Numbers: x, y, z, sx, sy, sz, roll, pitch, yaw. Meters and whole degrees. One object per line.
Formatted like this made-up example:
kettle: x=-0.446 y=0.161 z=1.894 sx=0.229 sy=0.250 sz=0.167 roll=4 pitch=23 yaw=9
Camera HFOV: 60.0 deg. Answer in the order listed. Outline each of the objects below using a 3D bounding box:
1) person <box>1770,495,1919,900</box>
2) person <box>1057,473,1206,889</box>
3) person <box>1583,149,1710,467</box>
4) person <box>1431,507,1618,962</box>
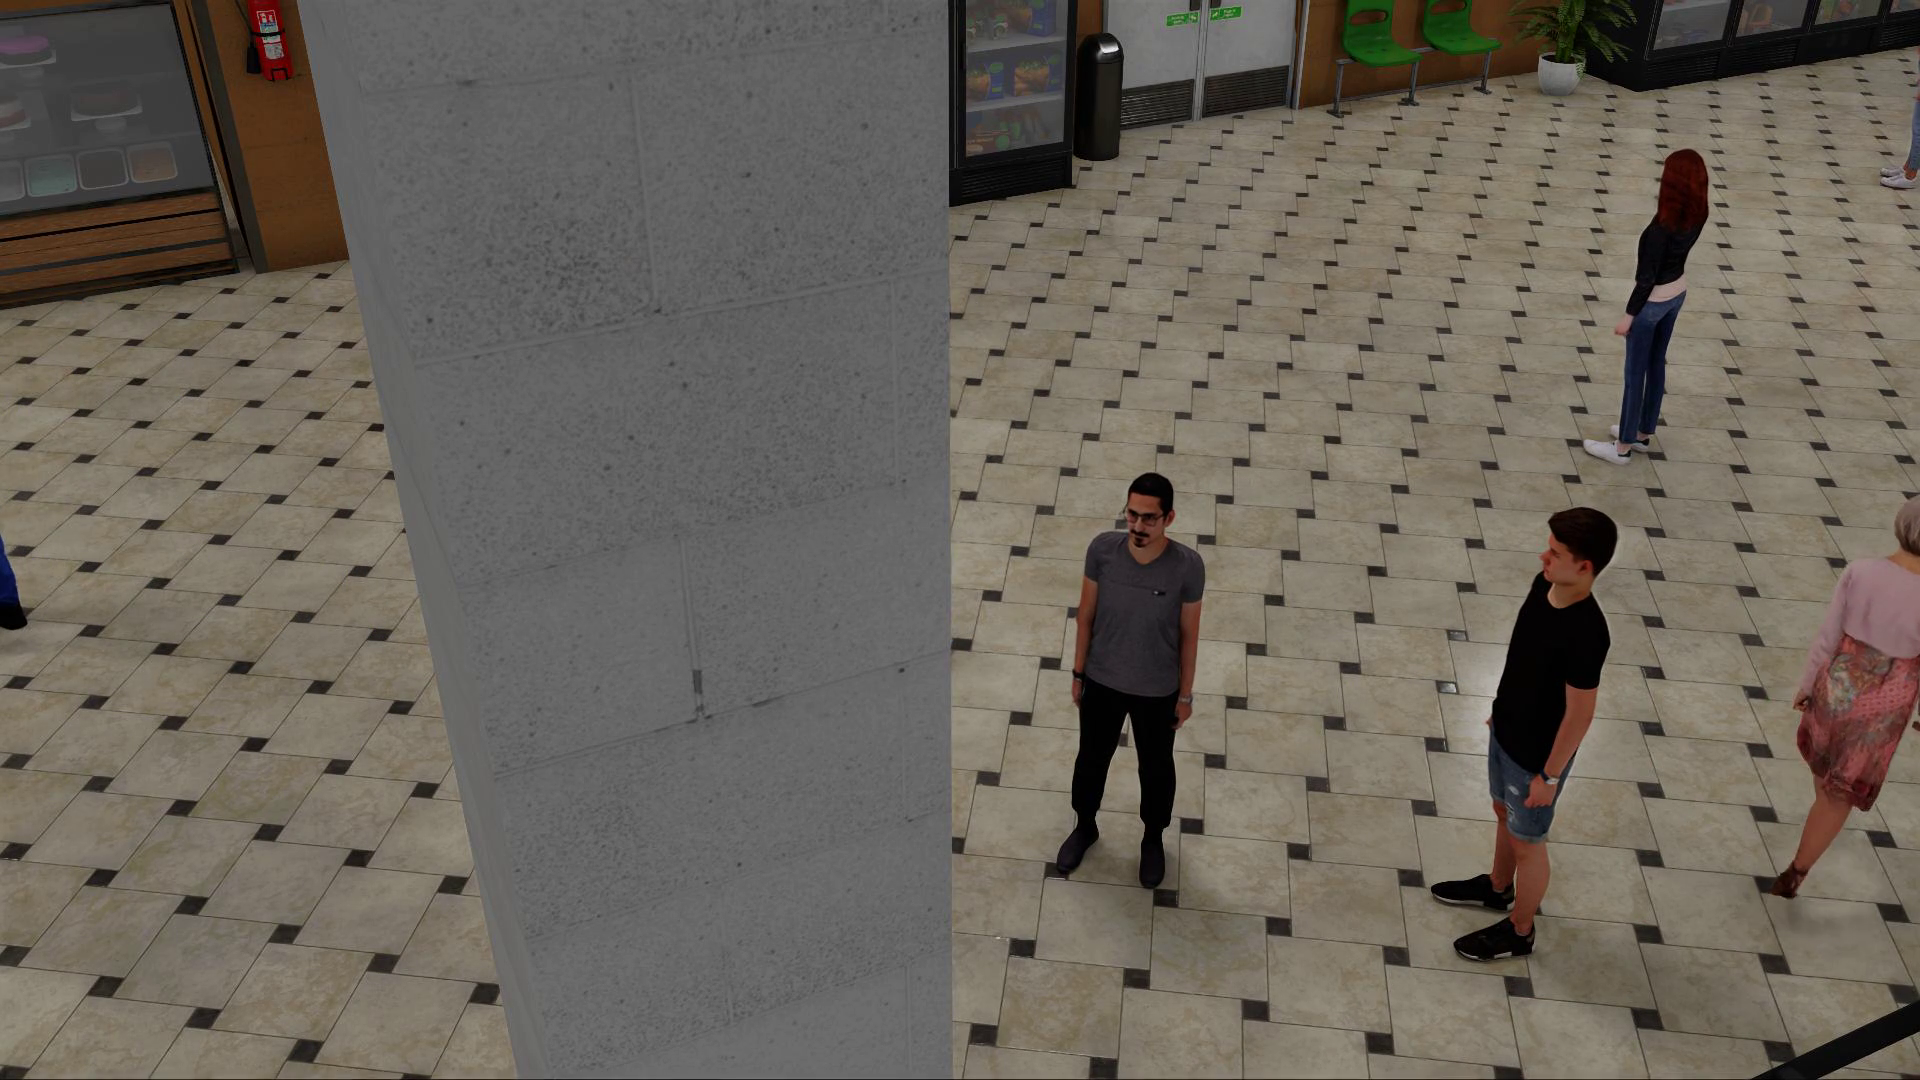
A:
person: x=3.313 y=0.625 z=6.142 sx=1.087 sy=1.656 sz=0.943 roll=25 pitch=40 yaw=35
person: x=0.649 y=0.514 z=6.228 sx=0.704 sy=1.754 sz=0.756 roll=10 pitch=33 yaw=15
person: x=3.775 y=-1.257 z=9.040 sx=0.623 sy=1.789 sz=0.609 roll=-22 pitch=38 yaw=-32
person: x=2.032 y=0.693 z=5.853 sx=0.804 sy=1.847 sz=0.641 roll=-1 pitch=32 yaw=-2
